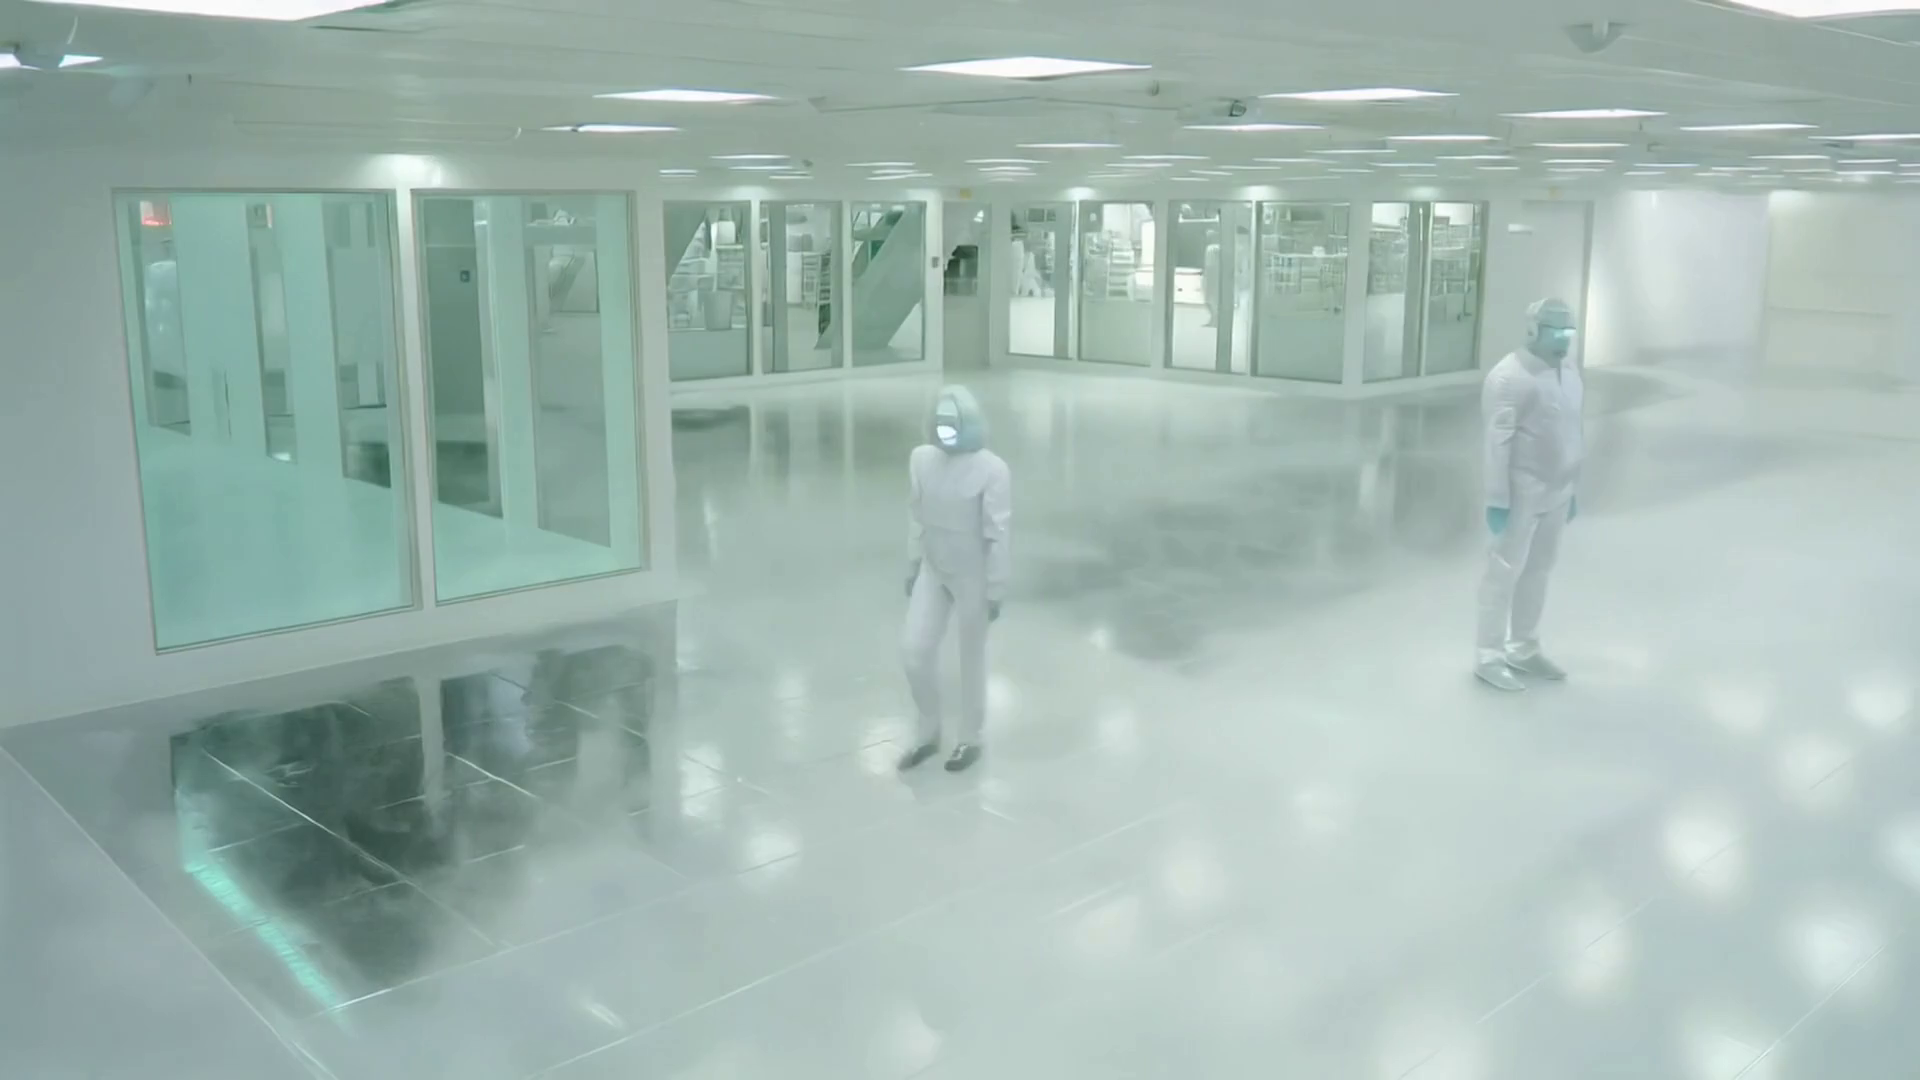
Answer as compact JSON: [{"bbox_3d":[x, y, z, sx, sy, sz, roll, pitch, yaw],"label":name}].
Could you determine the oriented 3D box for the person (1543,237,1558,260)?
[{"bbox_3d":[18.209,-8.862,51.488,0.517,1.864,0.334,4,12,20],"label":"person"}]

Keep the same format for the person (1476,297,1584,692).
[{"bbox_3d":[2.804,-0.225,8.100,0.652,1.904,0.402,-8,14,-36],"label":"person"}]

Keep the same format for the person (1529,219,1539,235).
[{"bbox_3d":[27.769,-14.636,80.346,0.685,1.879,0.773,1,11,3],"label":"person"}]

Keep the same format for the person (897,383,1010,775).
[{"bbox_3d":[-0.053,0.176,6.770,0.533,1.618,0.461,7,13,33],"label":"person"}]
